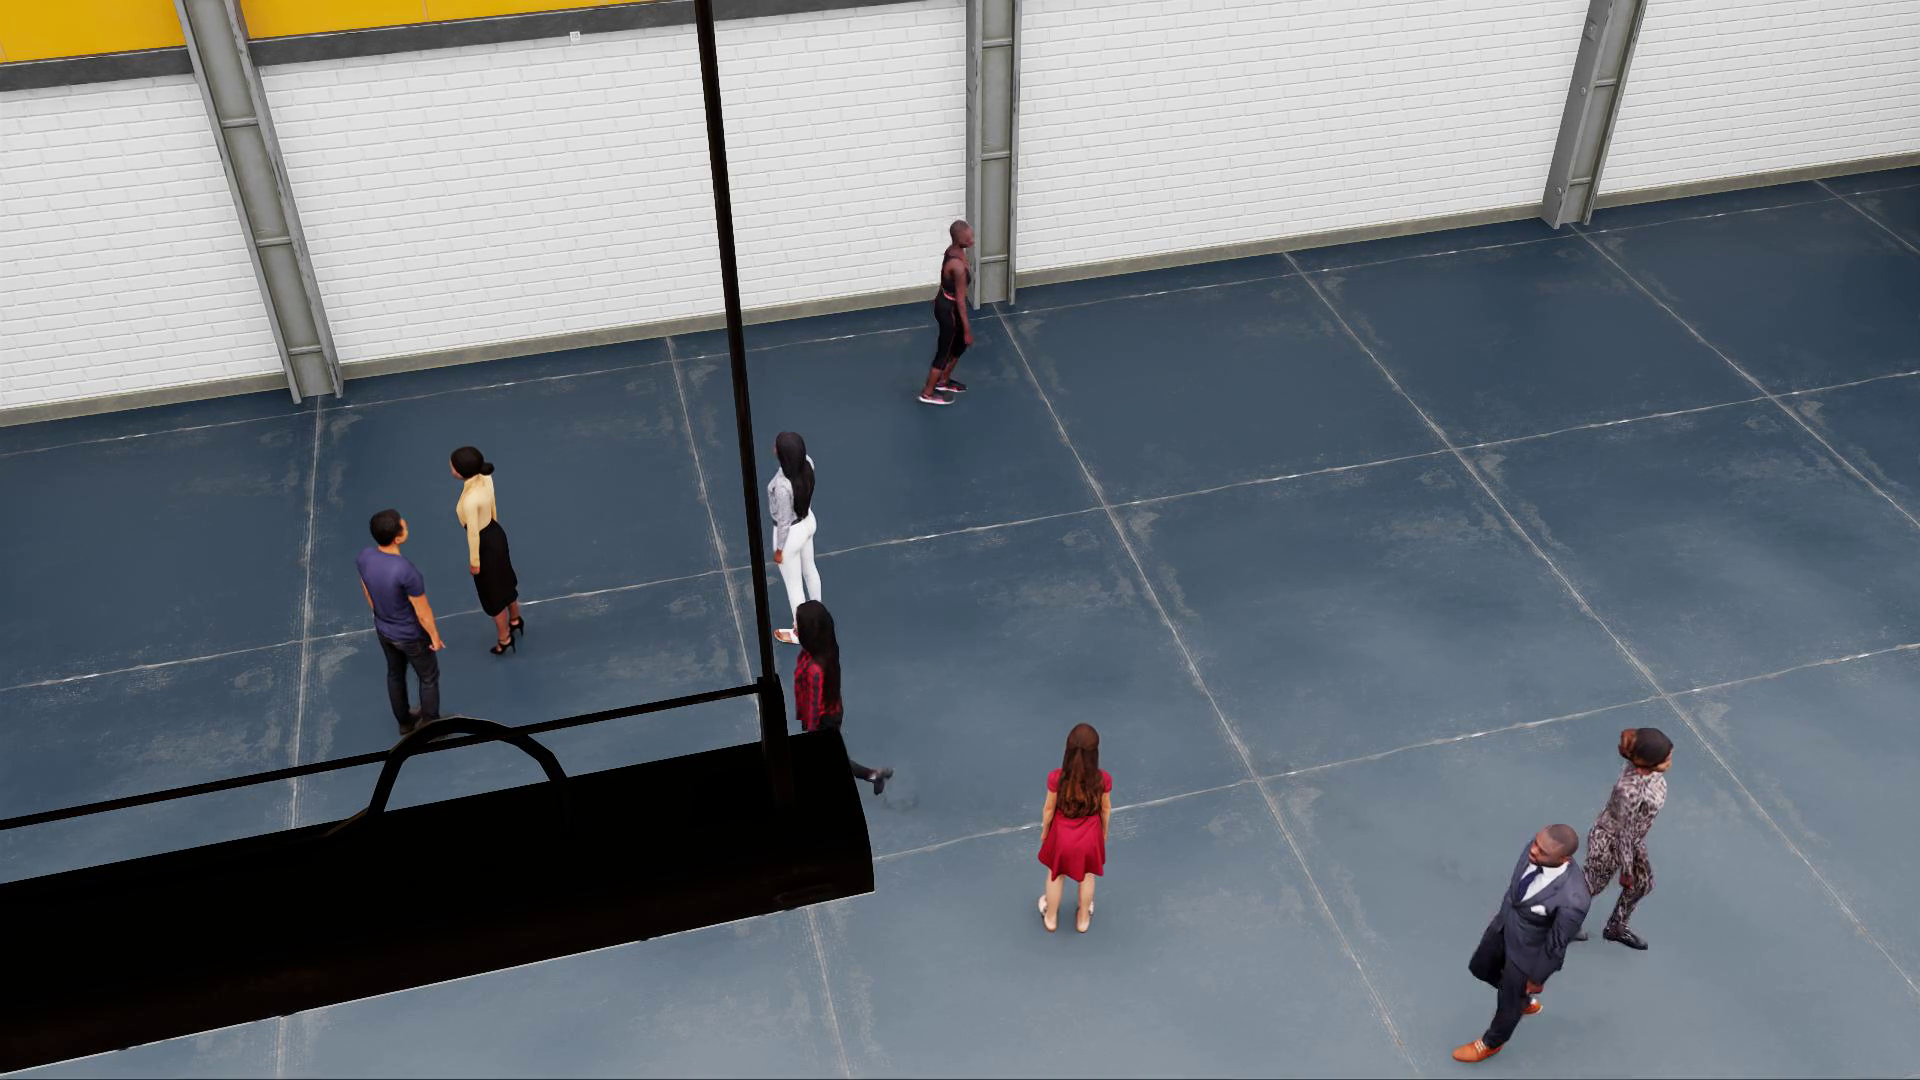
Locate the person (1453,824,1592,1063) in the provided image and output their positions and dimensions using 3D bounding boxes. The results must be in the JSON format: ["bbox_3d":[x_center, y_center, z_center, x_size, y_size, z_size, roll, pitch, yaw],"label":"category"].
[{"bbox_3d":[3.006,2.074,8.639,0.778,1.814,0.740,-5,39,-6],"label":"person"}]

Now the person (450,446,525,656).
[{"bbox_3d":[-3.197,0.065,11.285,0.619,1.651,0.635,2,39,3],"label":"person"}]

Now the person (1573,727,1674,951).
[{"bbox_3d":[3.571,1.646,9.271,0.902,1.694,0.855,23,44,26],"label":"person"}]

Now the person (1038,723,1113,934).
[{"bbox_3d":[0.646,1.646,9.386,0.592,1.550,0.661,-2,39,-3],"label":"person"}]

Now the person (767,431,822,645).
[{"bbox_3d":[-1.127,-0.033,11.348,0.713,1.725,0.676,15,41,18],"label":"person"}]

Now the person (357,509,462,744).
[{"bbox_3d":[-3.551,0.572,10.548,0.723,1.779,0.793,15,41,18],"label":"person"}]

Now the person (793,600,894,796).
[{"bbox_3d":[-0.761,1.041,10.071,0.940,1.639,0.701,-2,39,-3],"label":"person"}]

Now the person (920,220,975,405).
[{"bbox_3d":[-0.149,-1.846,13.616,0.738,1.727,0.676,-8,39,-10],"label":"person"}]
